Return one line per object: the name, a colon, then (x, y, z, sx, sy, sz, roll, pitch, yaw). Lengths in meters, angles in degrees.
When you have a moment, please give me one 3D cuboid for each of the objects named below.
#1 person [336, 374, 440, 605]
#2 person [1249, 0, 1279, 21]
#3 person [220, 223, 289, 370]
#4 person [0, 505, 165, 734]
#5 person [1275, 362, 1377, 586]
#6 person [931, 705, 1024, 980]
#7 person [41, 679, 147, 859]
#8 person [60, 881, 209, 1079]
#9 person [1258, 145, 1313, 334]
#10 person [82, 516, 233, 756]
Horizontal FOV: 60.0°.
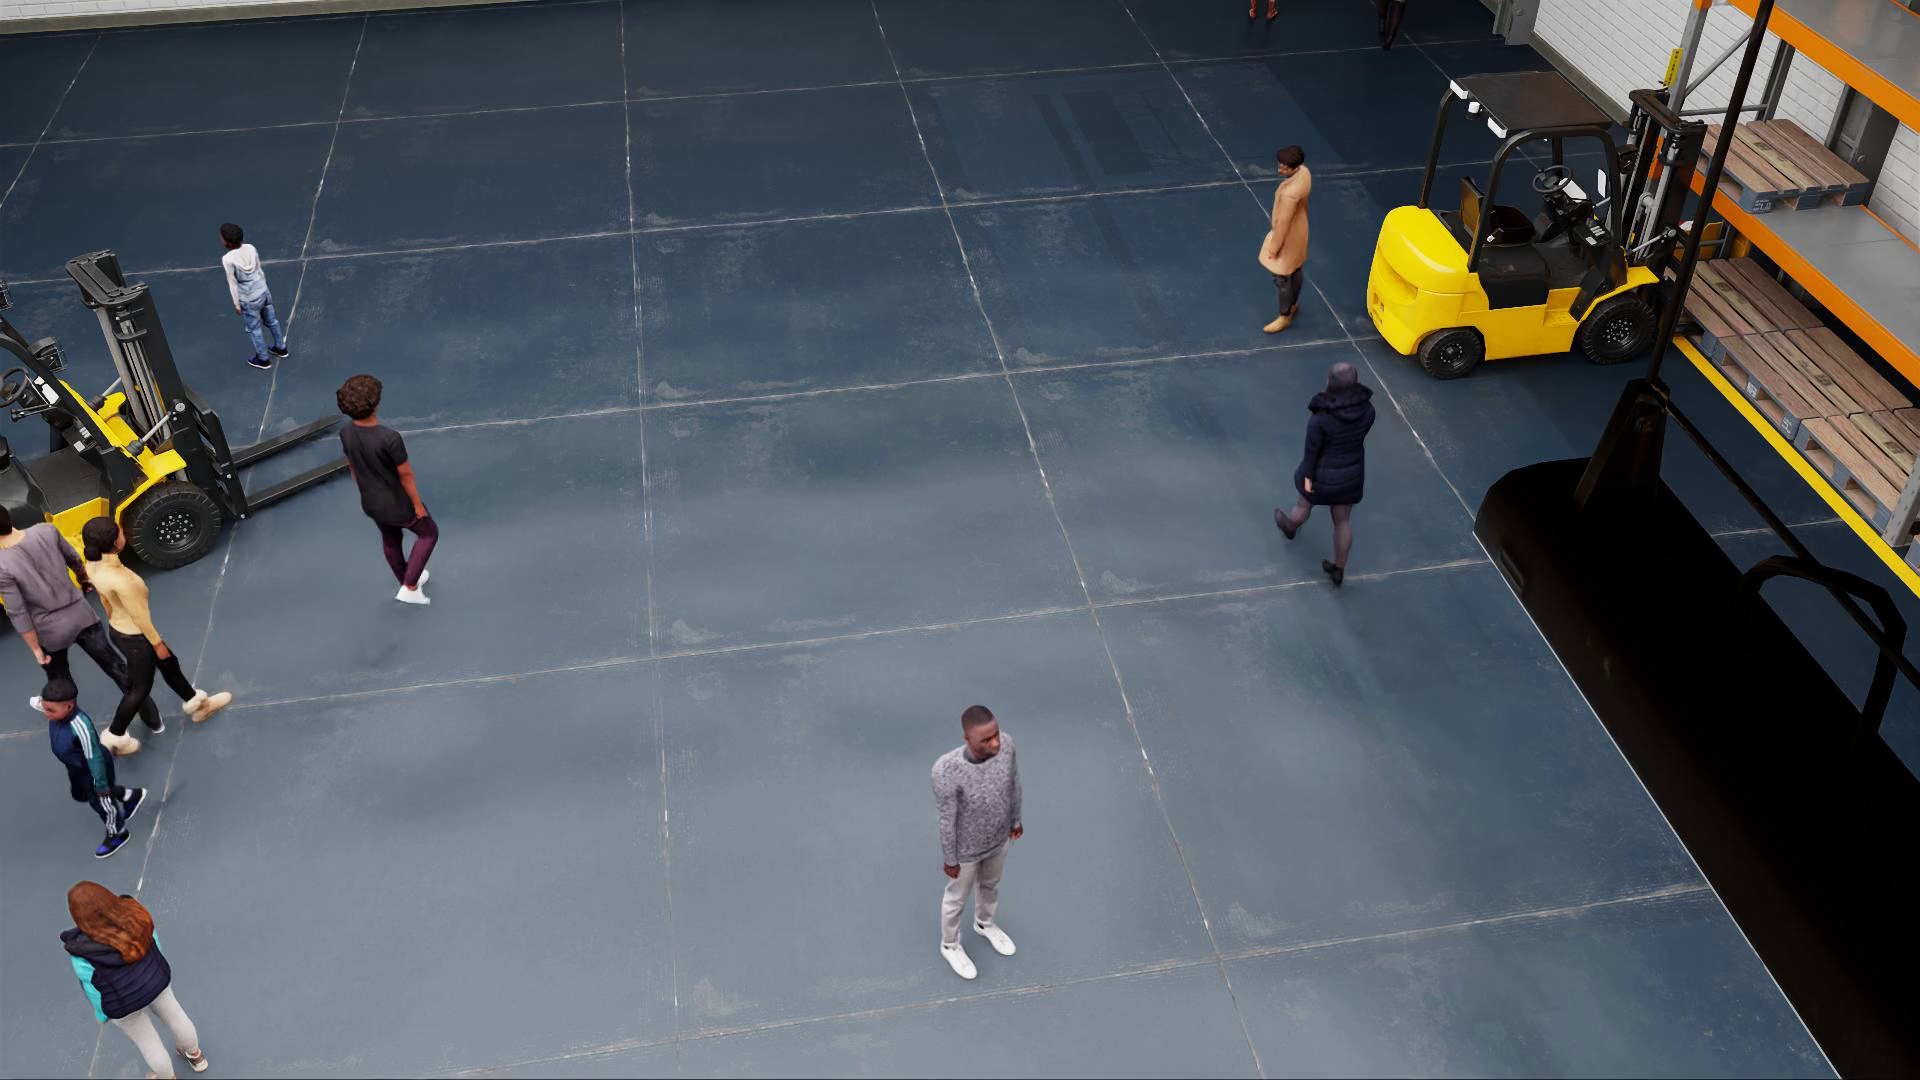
person: (-3.787, -0.262, 10.934, 0.782, 1.775, 0.848, 11, 40, 13)
person: (3.575, -6.902, 19.294, 0.671, 1.719, 0.675, 9, 40, 12)
person: (-5.766, -2.000, 13.525, 0.616, 1.258, 0.549, 20, 43, 23)
person: (-5.302, 0.519, 9.945, 1.251, 1.790, 1.248, 20, 43, 23)
person: (2.560, -0.414, 11.237, 0.732, 1.634, 1.033, -10, 40, -12)
person: (0.080, 1.533, 8.639, 0.745, 1.834, 0.722, -27, 46, -30)
person: (-4.925, 1.243, 9.470, 0.698, 1.251, 0.760, 23, 44, 26)
person: (-4.020, 2.176, 8.101, 0.748, 1.500, 0.678, 19, 42, 22)
person: (2.804, -2.577, 13.902, 0.939, 1.689, 0.805, 25, 45, 27)
person: (-5.013, 0.636, 9.942, 1.070, 1.610, 1.107, -30, 47, -32)
